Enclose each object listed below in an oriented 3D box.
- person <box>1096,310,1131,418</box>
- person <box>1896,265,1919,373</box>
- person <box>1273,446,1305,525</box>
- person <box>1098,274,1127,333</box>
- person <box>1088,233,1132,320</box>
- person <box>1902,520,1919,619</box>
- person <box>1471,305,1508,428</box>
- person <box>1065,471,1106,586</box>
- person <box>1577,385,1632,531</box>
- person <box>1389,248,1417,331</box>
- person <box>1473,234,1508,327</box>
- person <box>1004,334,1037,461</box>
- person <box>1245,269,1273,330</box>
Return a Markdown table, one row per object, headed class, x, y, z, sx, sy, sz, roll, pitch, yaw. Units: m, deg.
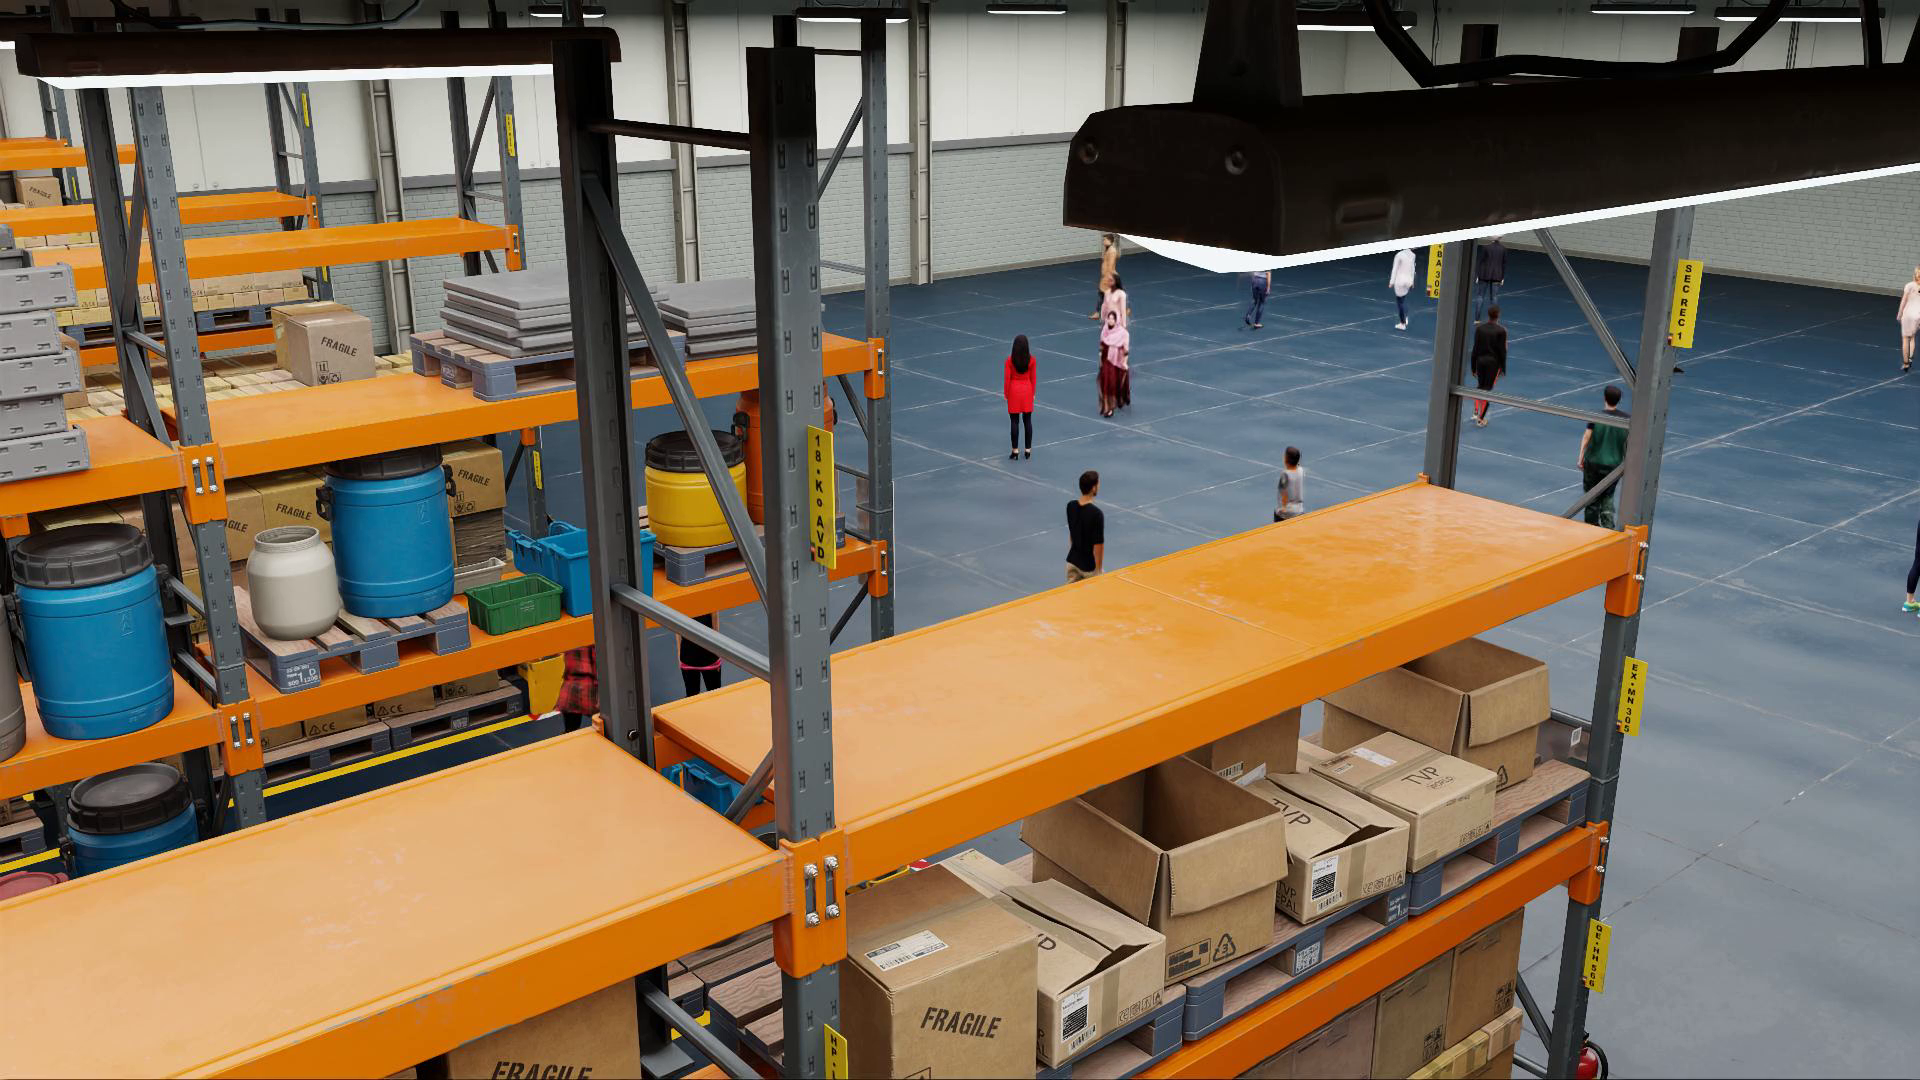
| class | x | y | z | sx | sy | sz | roll | pitch | yaw |
| --- | --- | --- | --- | --- | --- | --- | --- | --- | --- |
| person | 2.367 | -2.691 | 25.320 | 0.869 | 1.621 | 0.973 | 7 | 19 | 20 |
| person | 16.200 | -3.741 | 28.228 | 0.710 | 1.817 | 0.770 | 2 | 18 | 5 |
| person | 3.715 | -0.369 | 18.491 | 0.996 | 1.434 | 0.873 | -5 | 19 | -16 |
| person | 2.663 | -3.636 | 28.083 | 0.605 | 1.707 | 0.627 | -15 | 23 | -38 |
| person | 3.046 | -5.191 | 32.874 | 1.215 | 1.697 | 0.926 | -6 | 19 | -18 |
| person | 9.992 | -0.049 | 17.075 | 0.682 | 1.703 | 0.676 | -4 | 18 | -11 |
| person | 7.787 | -2.560 | 24.640 | 0.666 | 1.793 | 0.701 | 15 | 23 | 39 |
| person | 1.129 | 0.260 | 15.903 | 0.698 | 1.841 | 0.801 | 15 | 23 | 39 |
| person | 7.438 | -0.835 | 19.190 | 0.847 | 1.888 | 0.911 | 1 | 18 | 3 |
| person | 8.537 | -4.895 | 31.858 | 0.586 | 1.764 | 0.726 | -8 | 20 | -23 |
| person | 9.270 | -4.614 | 29.213 | 0.824 | 1.782 | 0.783 | 3 | 18 | 9 |
| person | 0.835 | -1.974 | 22.912 | 0.682 | 1.748 | 0.775 | -4 | 19 | -13 |
| person | 5.740 | -4.910 | 32.000 | 0.694 | 1.704 | 0.597 | -15 | 23 | -38 |
